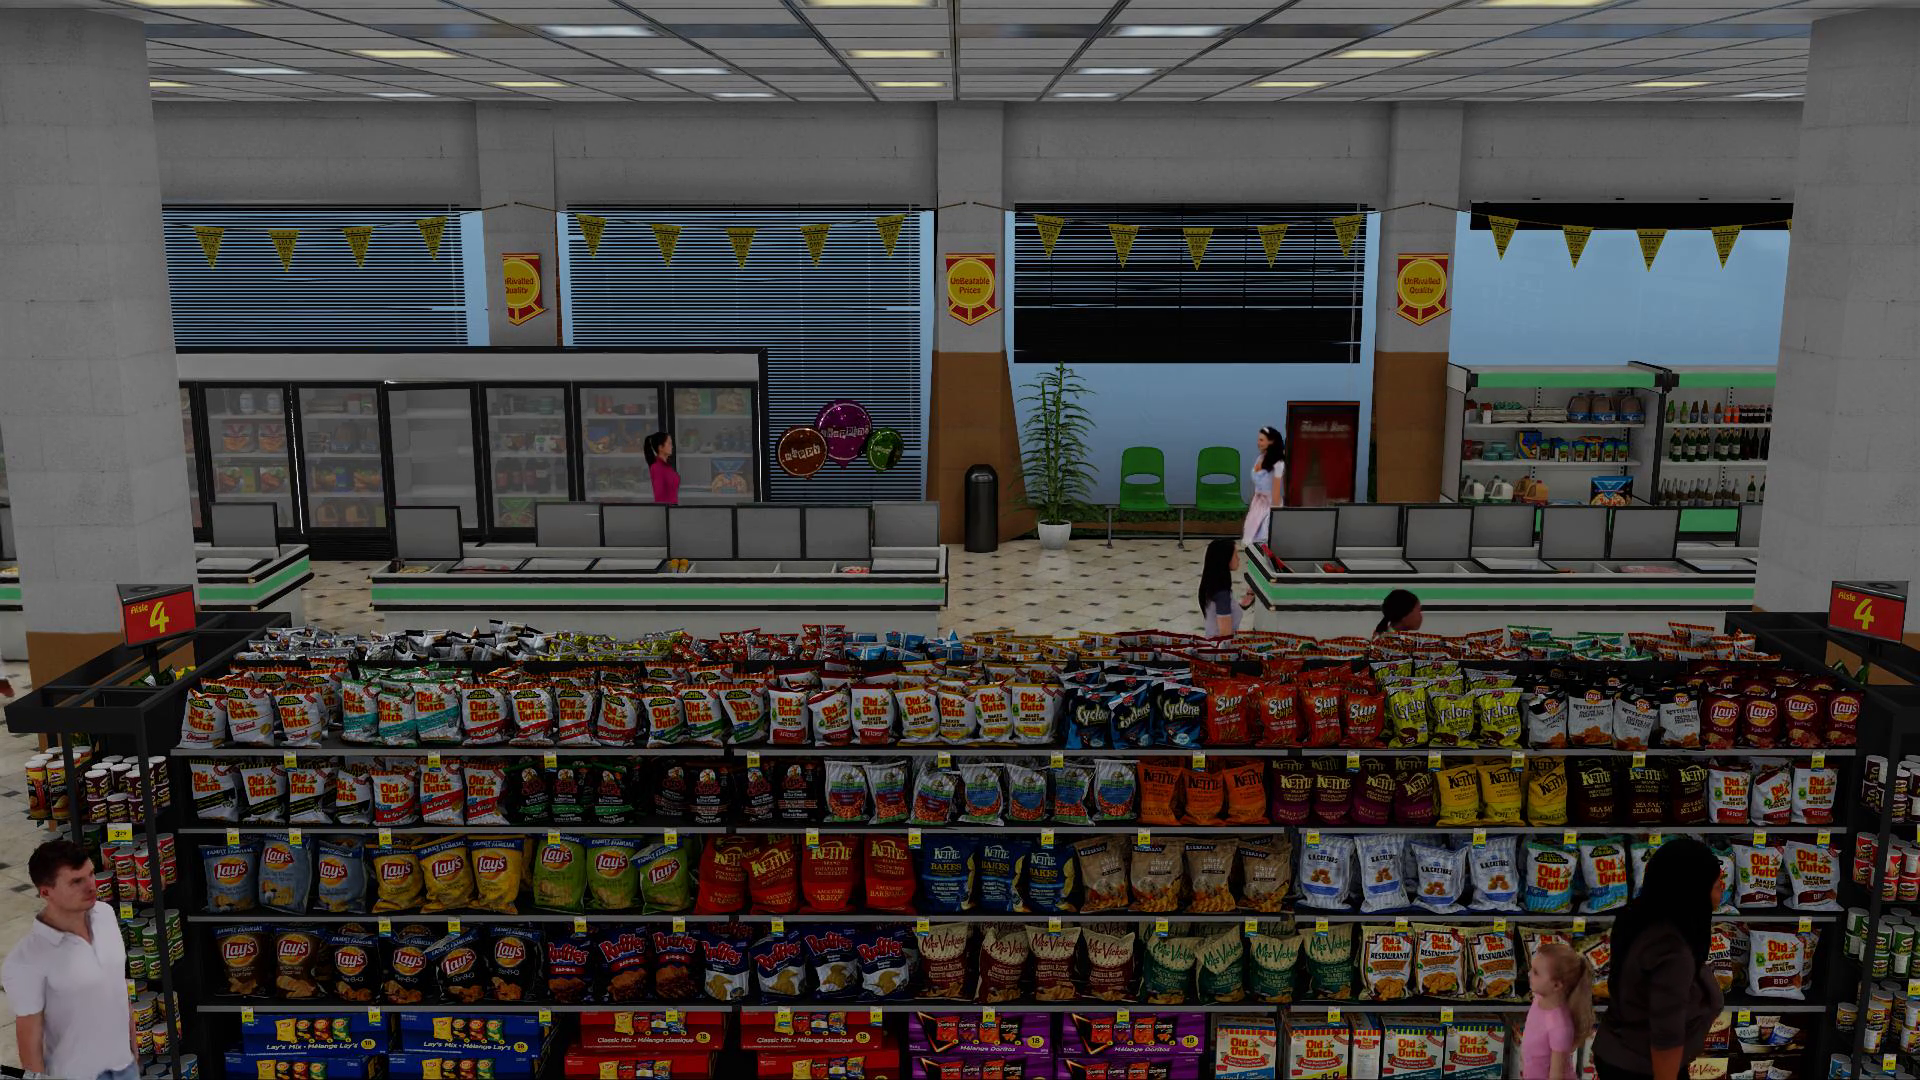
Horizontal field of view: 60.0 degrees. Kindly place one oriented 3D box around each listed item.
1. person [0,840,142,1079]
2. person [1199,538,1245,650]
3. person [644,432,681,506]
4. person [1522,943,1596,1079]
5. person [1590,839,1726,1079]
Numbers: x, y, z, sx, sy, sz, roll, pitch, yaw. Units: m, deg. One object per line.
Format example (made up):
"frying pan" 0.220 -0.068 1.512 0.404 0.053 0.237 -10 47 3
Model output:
"person" -3.196 1.934 5.940 1.042 1.837 0.766 2 12 11
"person" 1.806 0.816 11.564 0.546 1.706 0.610 -1 12 -5
"person" -3.045 -0.230 16.599 0.949 1.680 0.603 0 12 2
"person" 2.321 2.137 6.372 0.586 1.262 0.471 0 12 1
"person" 2.397 1.941 5.967 0.741 1.813 0.641 1 12 3
